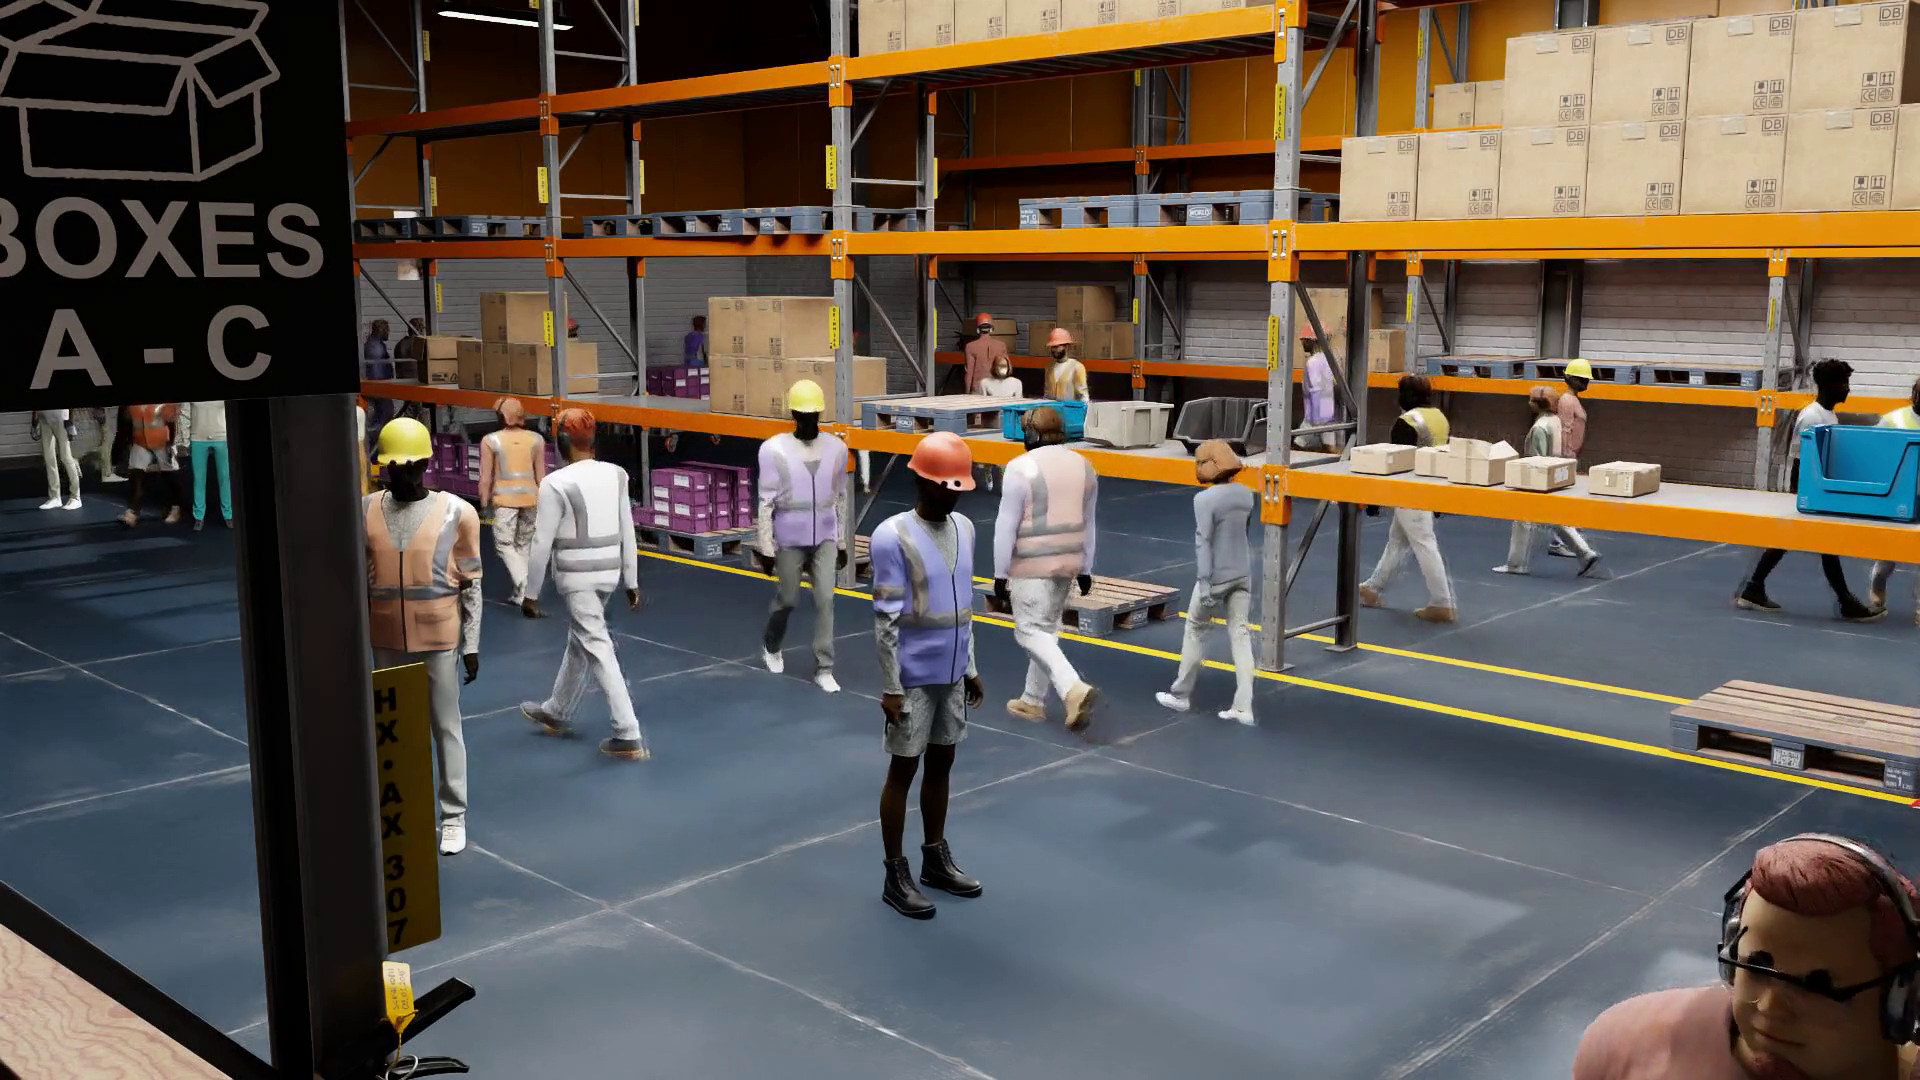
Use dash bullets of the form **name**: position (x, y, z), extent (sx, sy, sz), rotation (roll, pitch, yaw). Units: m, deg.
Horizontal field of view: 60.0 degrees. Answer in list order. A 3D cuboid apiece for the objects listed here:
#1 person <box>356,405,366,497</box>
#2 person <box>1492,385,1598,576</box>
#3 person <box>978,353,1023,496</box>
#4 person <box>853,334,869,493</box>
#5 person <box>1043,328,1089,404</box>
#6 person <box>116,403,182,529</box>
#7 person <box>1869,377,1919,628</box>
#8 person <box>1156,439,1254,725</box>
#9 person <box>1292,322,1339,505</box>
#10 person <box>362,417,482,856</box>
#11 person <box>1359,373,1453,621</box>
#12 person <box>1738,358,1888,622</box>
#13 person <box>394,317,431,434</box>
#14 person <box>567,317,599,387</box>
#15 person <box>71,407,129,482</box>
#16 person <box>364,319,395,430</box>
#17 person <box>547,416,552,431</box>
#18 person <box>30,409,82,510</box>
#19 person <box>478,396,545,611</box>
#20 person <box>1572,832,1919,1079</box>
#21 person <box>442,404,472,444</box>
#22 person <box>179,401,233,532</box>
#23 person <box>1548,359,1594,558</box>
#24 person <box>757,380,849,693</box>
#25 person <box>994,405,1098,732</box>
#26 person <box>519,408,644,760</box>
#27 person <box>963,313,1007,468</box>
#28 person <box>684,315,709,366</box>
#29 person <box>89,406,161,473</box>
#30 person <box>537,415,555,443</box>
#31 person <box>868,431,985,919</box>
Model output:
- **person**: position (-4.963, -0.491, 13.209), extent (0.514, 1.824, 0.836), rotation (-6, 11, -31)
- **person**: position (4.903, -0.487, 13.815), extent (0.762, 1.608, 0.519), rotation (7, 11, 35)
- **person**: position (0.452, -1.289, 18.686), extent (0.517, 1.620, 0.405), rotation (-2, 9, -10)
- **person**: position (-1.286, -1.467, 19.142), extent (0.597, 1.827, 1.010), rotation (-5, 11, -29)
- **person**: position (1.132, -1.286, 17.770), extent (0.645, 1.930, 0.409), rotation (8, 12, 40)
- **person**: position (-8.006, -0.937, 16.426), extent (0.541, 1.644, 0.883), rotation (0, 9, 2)
- **person**: position (6.891, -0.293, 11.986), extent (0.631, 1.829, 0.582), rotation (2, 9, 11)
- **person**: position (1.436, 0.224, 9.489), extent (0.508, 1.603, 0.726), rotation (-7, 11, -36)
- **person**: position (3.814, -1.372, 18.091), extent (1.074, 1.980, 0.642), rotation (5, 11, 30)
- **person**: position (-2.378, 0.424, 7.258), extent (0.585, 1.927, 0.367), rotation (0, 9, -1)
- **person**: position (3.271, -0.327, 12.260), extent (0.953, 1.791, 0.641), rotation (8, 12, 39)
- **person**: position (6.264, -0.370, 12.178), extent (1.008, 1.917, 0.619), rotation (6, 11, 32)
- **person**: position (-7.281, -2.032, 22.383), extent (0.643, 1.909, 0.400), rotation (5, 10, 27)
- **person**: position (-5.080, -1.962, 21.890), extent (0.651, 1.950, 0.922), rotation (-2, 9, -11)
- **person**: position (-10.387, -1.598, 19.914), extent (0.603, 1.846, 0.556), rotation (-5, 10, -27)
- **person**: position (-8.020, -2.087, 22.788), extent (0.617, 1.879, 0.657), rotation (-6, 11, -32)
- **person**: position (-6.115, -2.510, 25.322), extent (0.601, 1.903, 0.457), rotation (6, 11, 31)
- **person**: position (-9.644, -1.242, 17.700), extent (0.515, 1.859, 0.326), rotation (2, 9, 11)
- **person**: position (-3.298, -0.261, 12.405), extent (0.523, 1.617, 0.665), rotation (-7, 12, -38)
- **person**: position (1.007, 1.280, 2.101), extent (0.427, 1.891, 0.675), rotation (-8, 13, -42)
- **person**: position (-6.558, -1.832, 21.830), extent (0.491, 1.682, 0.898), rotation (6, 11, 33)
- **person**: position (-7.340, -0.963, 16.285), extent (0.523, 1.760, 0.325), rotation (-5, 10, -26)
- **person**: position (5.456, -0.734, 14.872), extent (0.329, 1.763, 0.523), rotation (4, 10, 25)
- **person**: position (-0.968, -0.042, 10.250), extent (0.605, 1.925, 0.687), rotation (-4, 10, -25)
- **person**: position (0.523, 0.169, 9.196), extent (0.670, 1.810, 0.771), rotation (-7, 12, -37)
- **person**: position (-2.031, 0.219, 8.807), extent (0.972, 1.829, 0.603), rotation (6, 11, 32)
- **person**: position (0.320, -1.931, 21.499), extent (0.618, 1.990, 0.394), rotation (-4, 10, -23)
- **person**: position (-4.340, -2.770, 27.229), extent (0.916, 1.810, 0.578), rotation (-9, 13, -43)
- **person**: position (-10.438, -1.847, 20.838), extent (0.985, 2.000, 0.709), rotation (-2, 9, -13)
- **person**: position (-5.181, -1.789, 21.126), extent (0.553, 1.836, 0.516), rotation (6, 11, 34)
- **person**: position (-0.104, 0.525, 6.645), extent (0.379, 1.927, 0.542), rotation (8, 12, 42)
